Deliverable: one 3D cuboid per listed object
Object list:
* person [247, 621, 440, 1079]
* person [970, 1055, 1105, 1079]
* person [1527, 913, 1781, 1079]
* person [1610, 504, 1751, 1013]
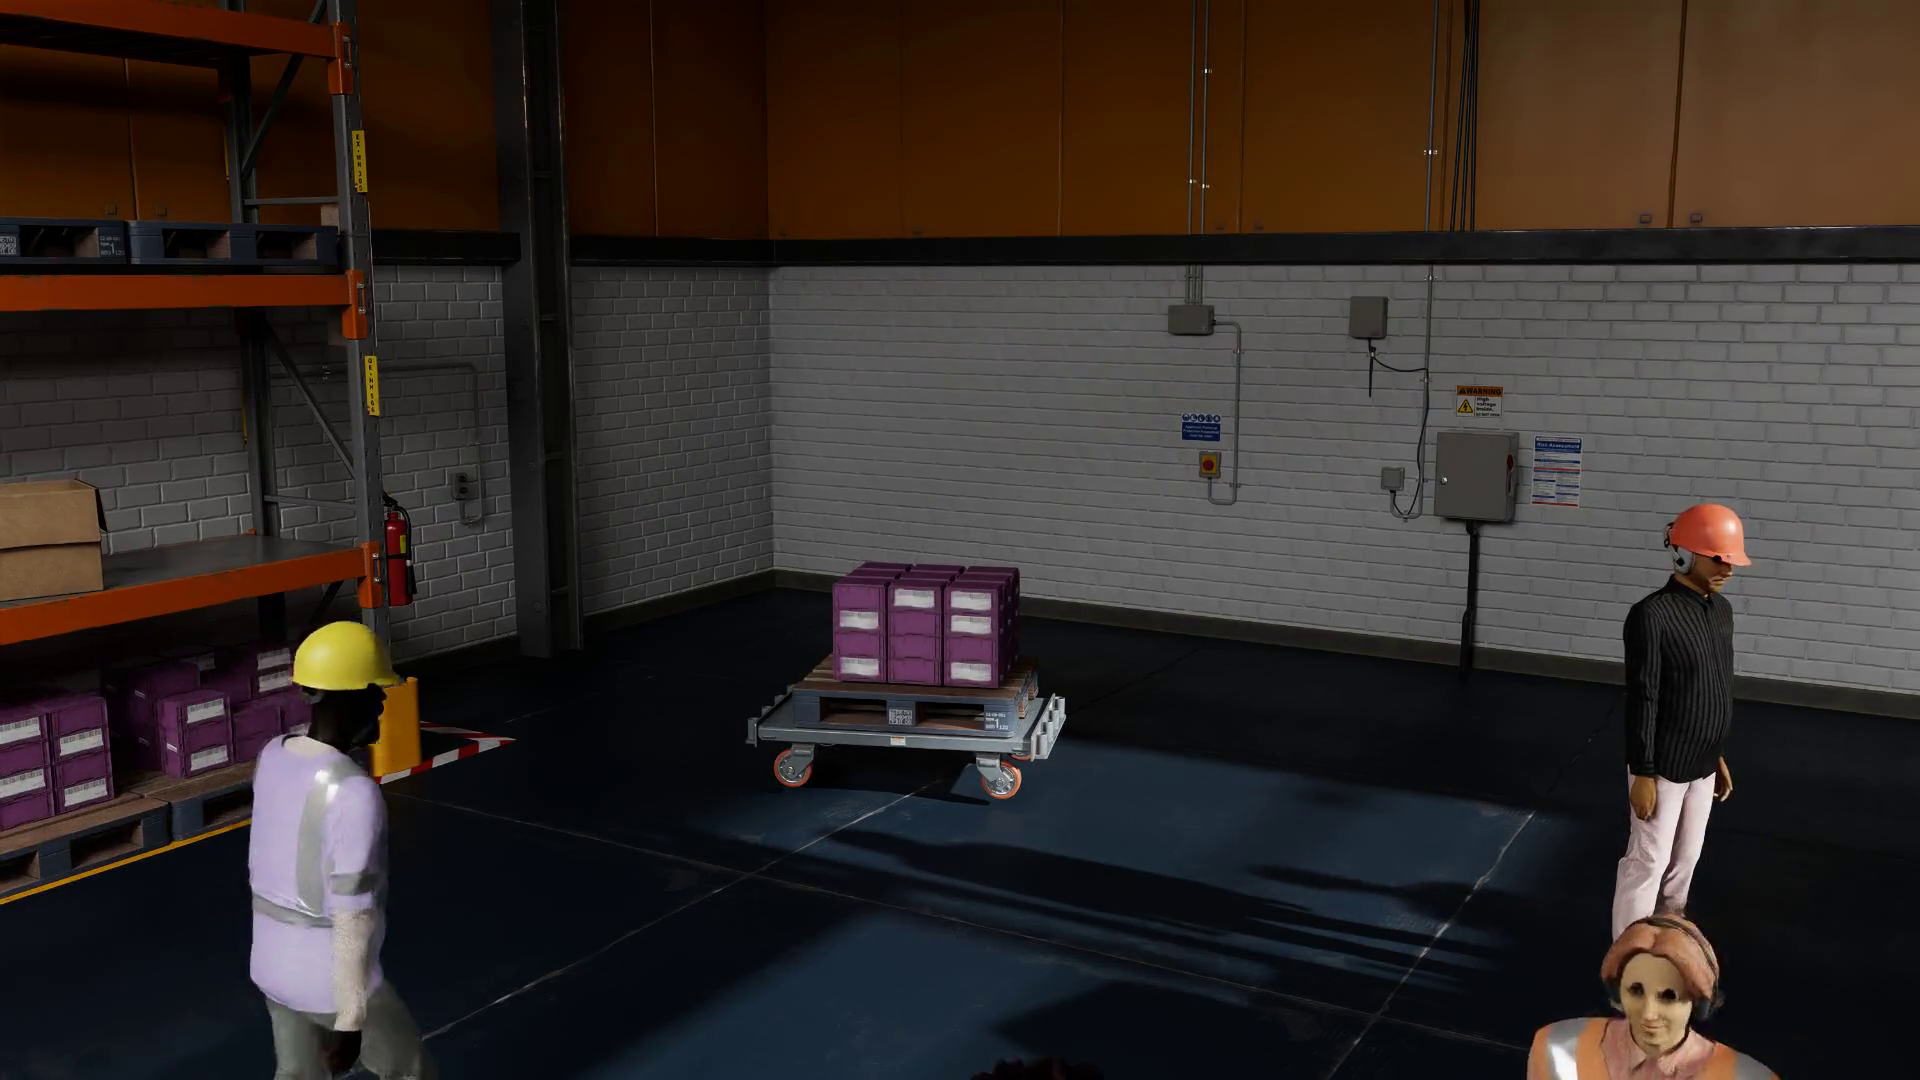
[{"bbox_3d":[-1.689,1.163,4.617,0.589,1.901,0.709,7,12,38],"label":"person"},{"bbox_3d":[0.071,1.583,1.888,0.617,1.937,0.718,1,9,6],"label":"person"},{"bbox_3d":[1.407,1.504,3.377,0.520,1.623,0.651,6,11,34],"label":"person"},{"bbox_3d":[2.743,0.843,6.327,0.608,1.986,0.389,-7,11,-37],"label":"person"}]
